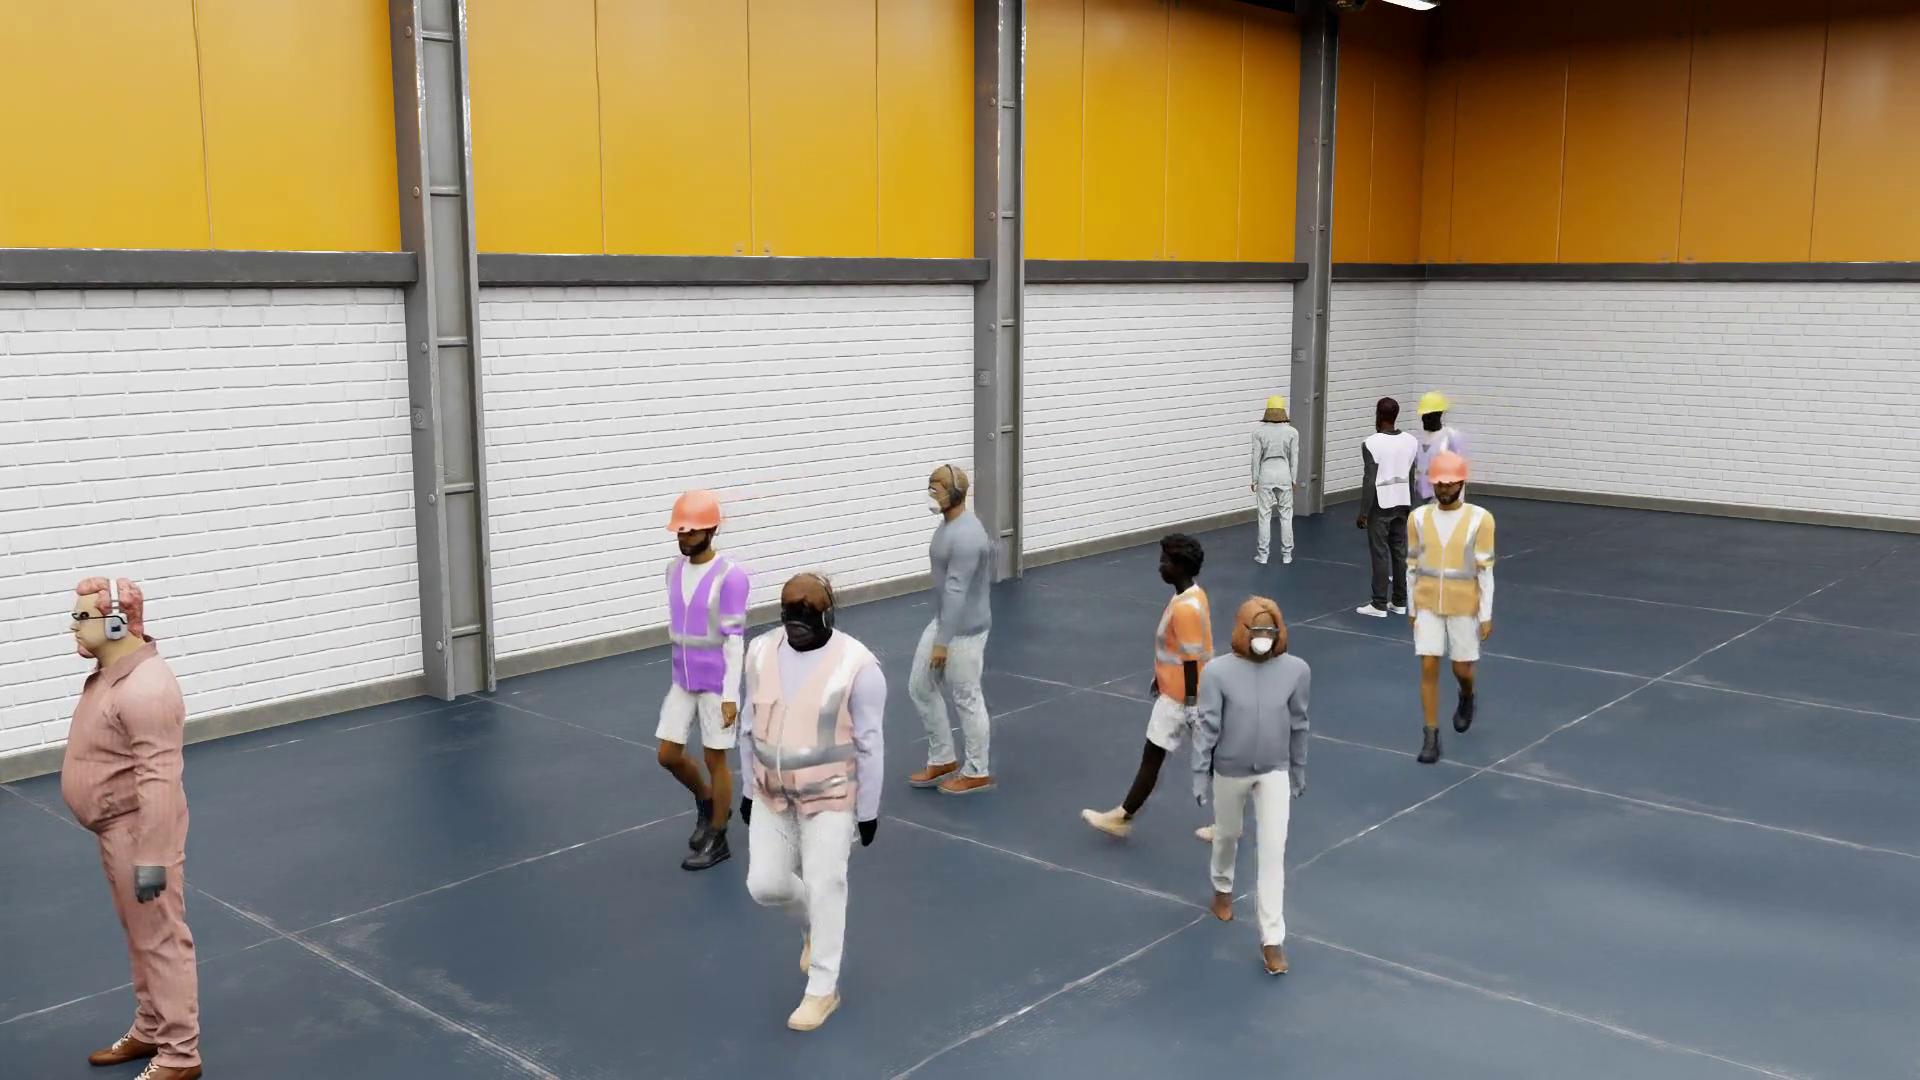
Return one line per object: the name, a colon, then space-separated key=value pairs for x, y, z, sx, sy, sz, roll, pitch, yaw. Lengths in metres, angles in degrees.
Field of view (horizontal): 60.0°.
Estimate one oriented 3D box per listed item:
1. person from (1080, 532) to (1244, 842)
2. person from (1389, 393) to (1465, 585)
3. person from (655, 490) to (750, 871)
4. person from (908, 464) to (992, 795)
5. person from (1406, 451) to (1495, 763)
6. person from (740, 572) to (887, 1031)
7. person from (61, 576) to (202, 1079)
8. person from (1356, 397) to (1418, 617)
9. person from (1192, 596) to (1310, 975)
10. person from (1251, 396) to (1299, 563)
person: x=1.094 y=0.778 z=8.667 sx=0.850 sy=1.651 sz=0.545 roll=2 pitch=9 yaw=15
person: x=4.392 y=-0.442 z=15.647 sx=0.988 sy=1.869 sz=0.616 roll=-4 pitch=10 yaw=-24
person: x=-1.292 y=0.707 z=8.302 sx=0.547 sy=1.922 sz=0.397 roll=6 pitch=11 yaw=32
person: x=-0.085 y=0.523 z=9.449 sx=0.600 sy=1.915 sz=0.633 roll=-3 pitch=9 yaw=-16
person: x=3.039 y=0.388 z=10.314 sx=0.560 sy=1.921 sz=0.742 roll=5 pitch=10 yaw=30
person: x=-0.582 y=1.013 z=6.662 sx=0.638 sy=1.826 sz=0.519 roll=4 pitch=10 yaw=25
person: x=-3.027 y=1.070 z=6.055 sx=0.401 sy=1.910 sz=0.640 roll=-6 pitch=11 yaw=-35
person: x=3.733 y=-0.284 z=14.526 sx=0.591 sy=1.918 sz=0.383 roll=-5 pitch=10 yaw=-28
person: x=1.283 y=1.019 z=7.377 sx=0.524 sy=1.586 sz=0.879 roll=0 pitch=9 yaw=-1
person: x=3.244 y=-0.620 z=17.217 sx=0.487 sy=1.733 sz=0.326 roll=0 pitch=9 yaw=2
